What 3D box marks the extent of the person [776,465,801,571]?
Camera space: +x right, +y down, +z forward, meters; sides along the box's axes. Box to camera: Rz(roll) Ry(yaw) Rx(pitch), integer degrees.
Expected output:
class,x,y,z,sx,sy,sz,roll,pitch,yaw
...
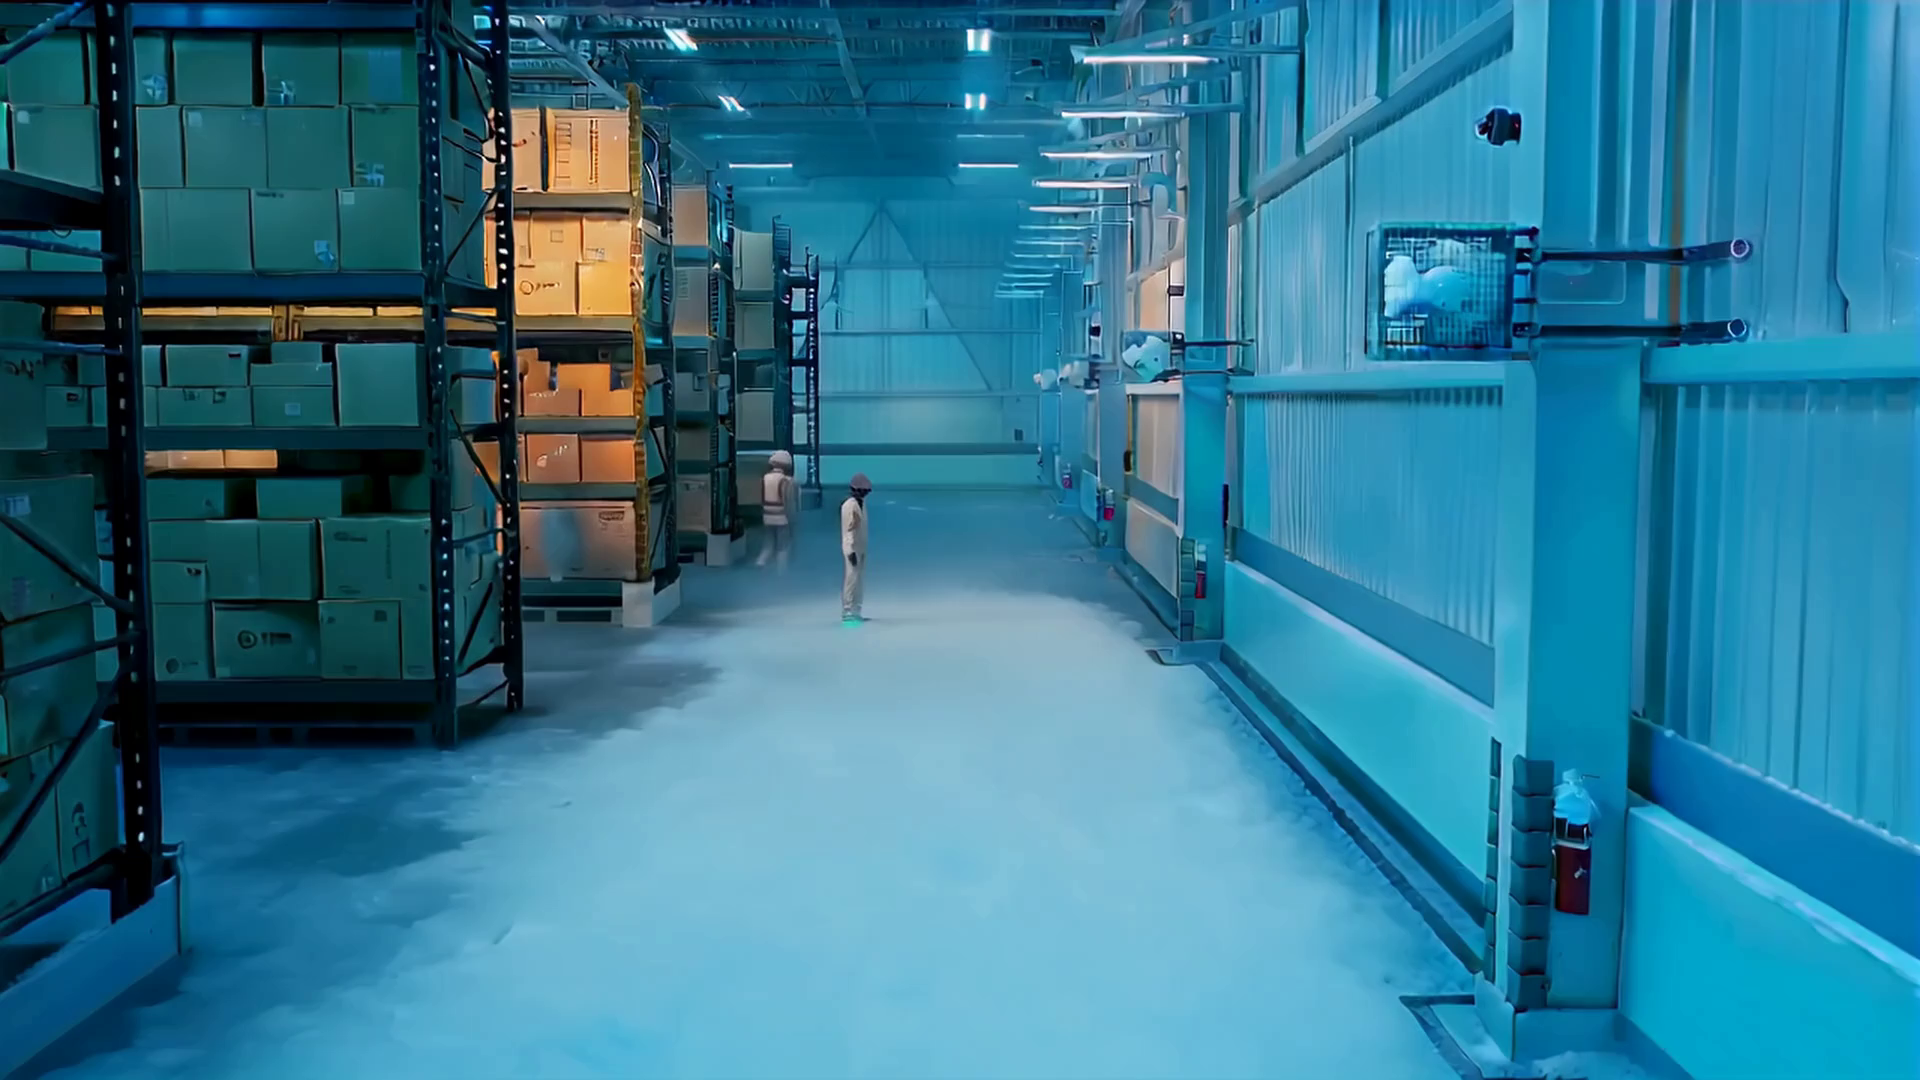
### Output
class,x,y,z,sx,sy,sz,roll,pitch,yaw
person,-2.672,-0.401,25.088,0.531,1.754,0.431,0,5,-2

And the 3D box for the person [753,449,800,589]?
class,x,y,z,sx,sy,sz,roll,pitch,yaw
person,-2.469,-0.278,22.625,0.626,1.931,0.595,5,7,43

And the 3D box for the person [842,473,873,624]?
class,x,y,z,sx,sy,sz,roll,pitch,yaw
person,-1.183,0.097,19.333,0.350,1.744,0.570,1,5,15
